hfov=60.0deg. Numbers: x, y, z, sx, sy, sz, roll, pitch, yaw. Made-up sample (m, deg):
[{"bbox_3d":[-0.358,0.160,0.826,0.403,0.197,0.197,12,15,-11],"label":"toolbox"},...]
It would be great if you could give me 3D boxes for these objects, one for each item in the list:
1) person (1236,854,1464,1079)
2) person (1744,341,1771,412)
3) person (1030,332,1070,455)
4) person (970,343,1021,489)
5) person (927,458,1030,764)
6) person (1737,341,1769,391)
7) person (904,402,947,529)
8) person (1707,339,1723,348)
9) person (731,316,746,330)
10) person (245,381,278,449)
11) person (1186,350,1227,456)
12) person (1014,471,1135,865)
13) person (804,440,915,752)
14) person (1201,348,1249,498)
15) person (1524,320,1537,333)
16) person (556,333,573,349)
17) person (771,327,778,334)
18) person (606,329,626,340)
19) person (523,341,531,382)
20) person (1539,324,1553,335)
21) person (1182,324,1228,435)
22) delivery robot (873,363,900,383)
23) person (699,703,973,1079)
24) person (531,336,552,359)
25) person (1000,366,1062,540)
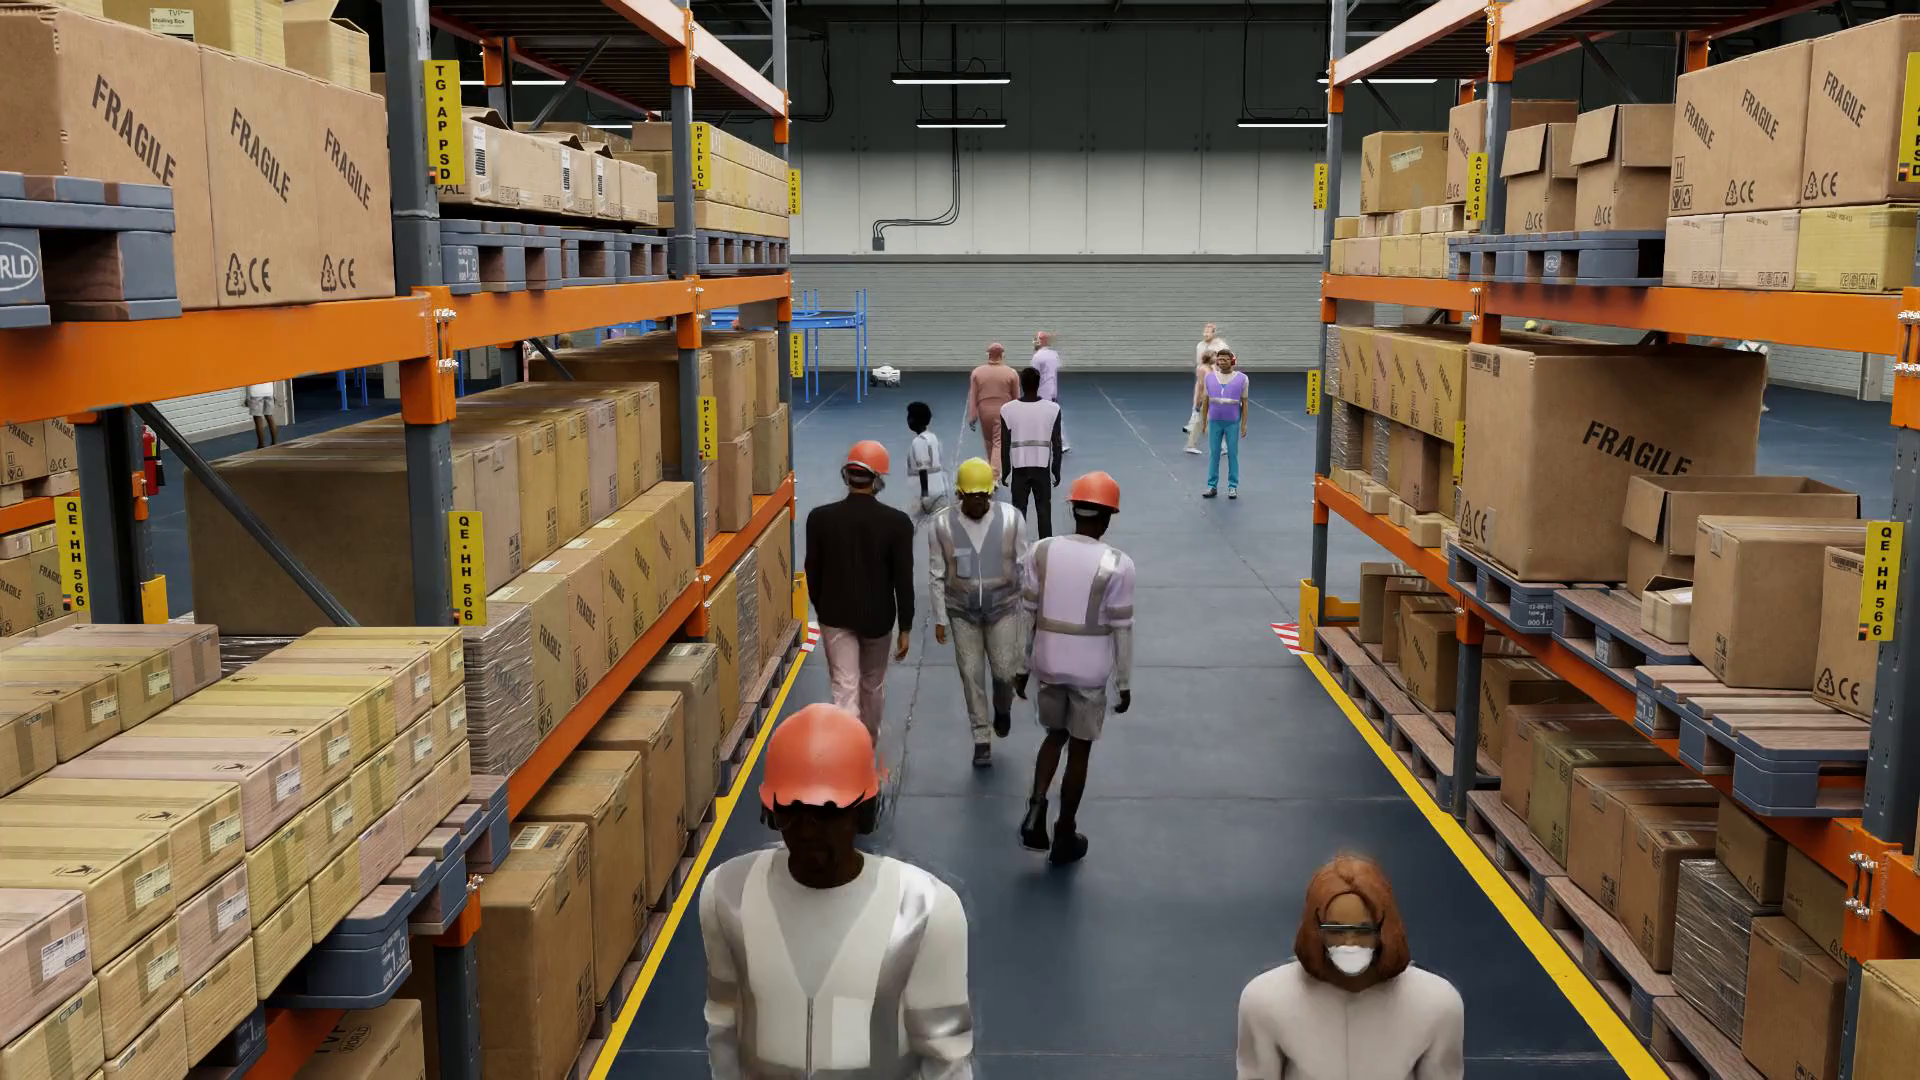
[{"bbox_3d":[0.865,1.474,3.753,0.517,1.622,0.415,1,10,8],"label":"person"},{"bbox_3d":[15.405,-3.295,32.198,0.542,1.670,0.758,-3,10,-20],"label":"person"},{"bbox_3d":[1.267,-2.231,25.266,0.985,1.866,0.644,4,10,22],"label":"person"},{"bbox_3d":[0.469,-1.618,21.587,0.658,1.859,1.019,2,10,14],"label":"person"},{"bbox_3d":[0.122,0.397,9.682,0.624,1.799,0.575,0,9,1],"label":"person"},{"bbox_3d":[13.472,-2.719,28.315,0.515,1.824,0.805,3,10,18],"label":"person"},{"bbox_3d":[-0.357,-0.439,15.155,0.885,1.635,0.540,3,10,15],"label":"person"},{"bbox_3d":[11.058,-2.055,24.431,0.619,1.797,1.009,5,11,28],"label":"person"},{"bbox_3d":[-3.930,-3.151,30.587,0.681,1.922,0.548,2,10,10],"label":"person"},{"bbox_3d":[-10.426,-2.187,24.754,0.366,1.936,0.549,4,10,24],"label":"person"},{"bbox_3d":[3.779,-2.070,25.056,0.848,1.586,0.538,5,11,26],"label":"person"},{"bbox_3d":[0.564,0.619,8.018,0.595,1.909,0.465,5,11,29],"label":"person"},{"bbox_3d":[-0.552,0.418,9.161,0.599,1.923,1.036,0,9,-3],"label":"person"},{"bbox_3d":[3.282,-1.452,20.623,0.570,1.845,0.380,4,10,22],"label":"person"},{"bbox_3d":[11.577,-3.575,33.643,0.529,1.744,0.698,-2,10,-9],"label":"person"},{"bbox_3d":[-5.717,-2.076,24.243,0.633,1.901,0.963,-1,10,-8],"label":"person"},{"bbox_3d":[-3.504,-3.376,32.080,0.512,1.872,0.328,1,9,4],"label":"person"},{"bbox_3d":[-8.802,-5.144,42.498,0.369,1.927,0.589,9,13,44],"label":"person"},{"bbox_3d":[-5.570,-1.591,21.280,0.643,1.908,0.407,5,11,28],"label":"person"},{"bbox_3d":[10.643,-3.015,30.143,0.644,1.801,0.958,-7,11,-34],"label":"person"},{"bbox_3d":[4.169,-2.677,27.938,0.662,1.857,0.982,8,12,39],"label":"person"},{"bbox_3d":[-1.729,-3.898,38.983,0.477,0.478,0.707,-8,12,-39],"label":"delivery robot"},{"bbox_3d":[-0.266,1.315,3.629,0.621,1.997,1.058,2,10,10],"label":"person"},{"bbox_3d":[-5.997,-2.069,24.042,0.635,1.937,0.353,8,13,41],"label":"person"},{"bbox_3d":[0.672,-0.681,15.793,0.593,1.919,0.391,0,9,-1],"label":"person"}]
